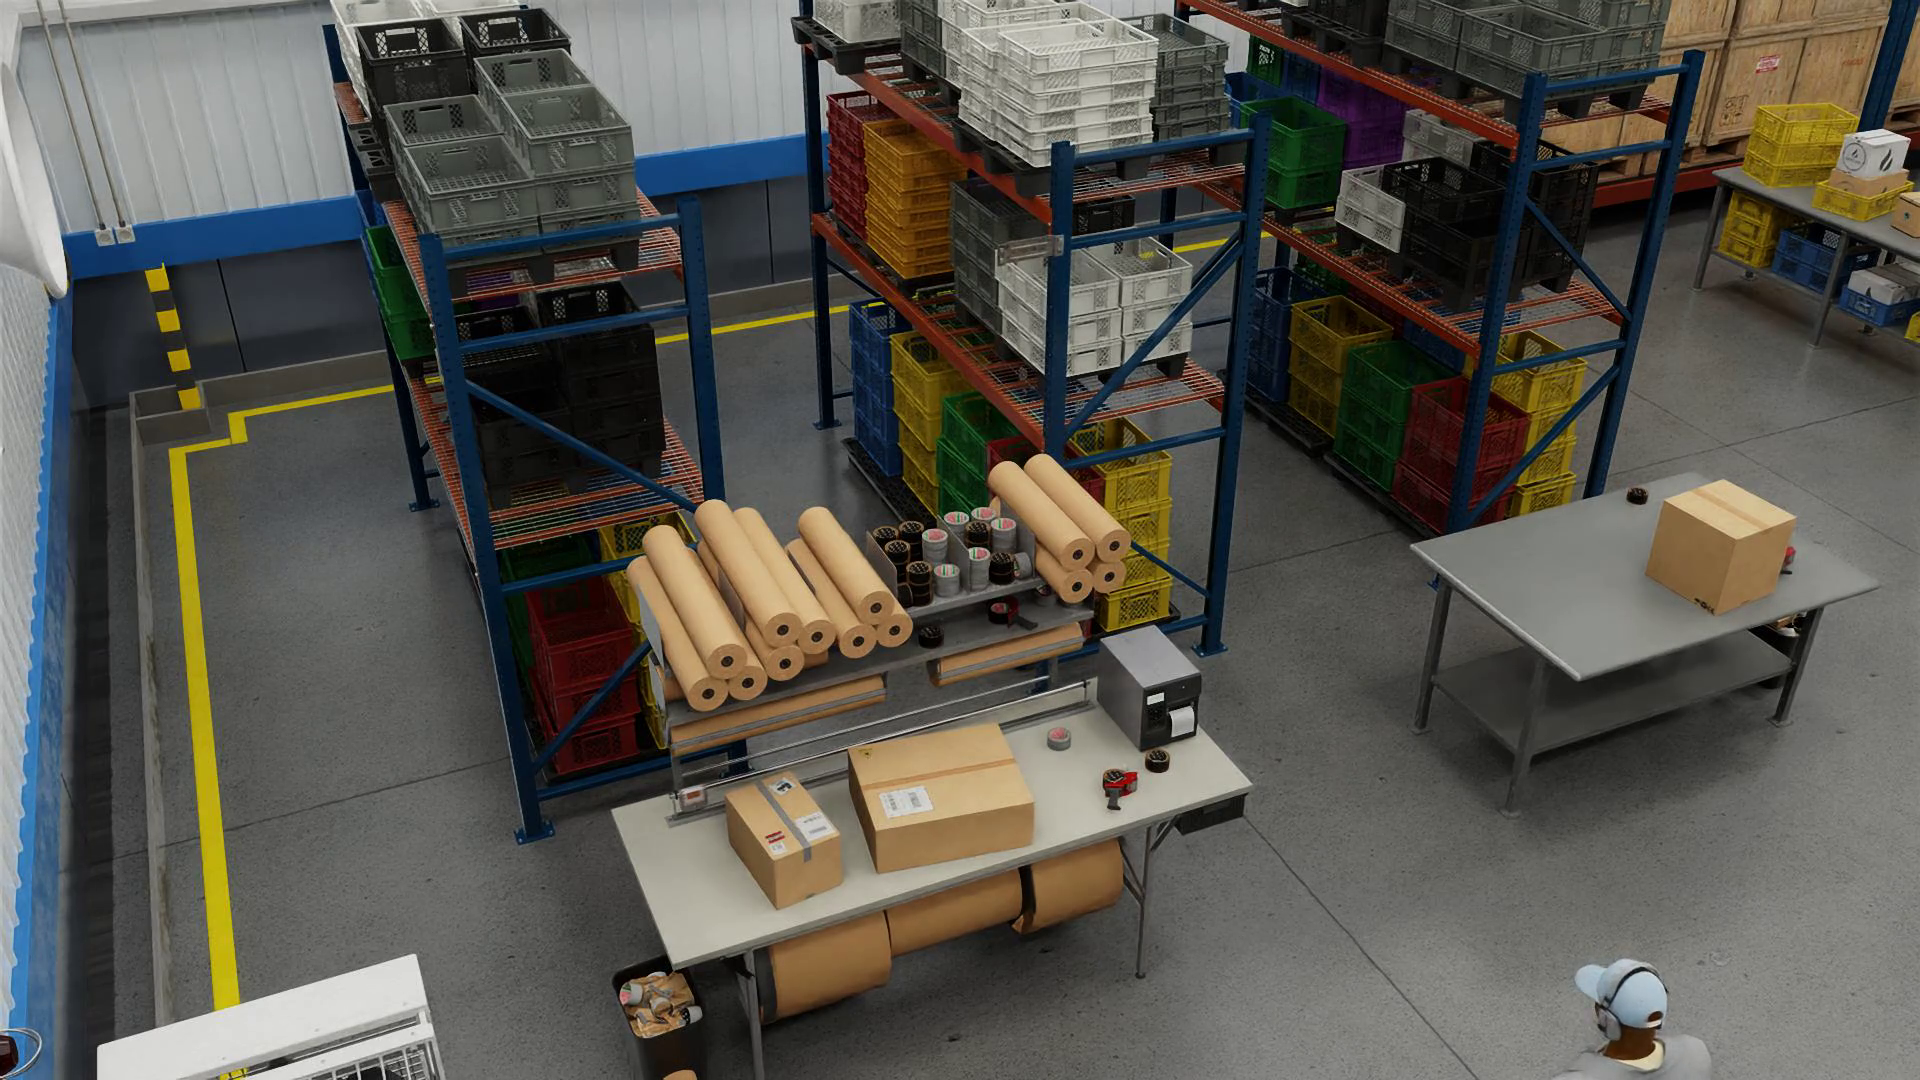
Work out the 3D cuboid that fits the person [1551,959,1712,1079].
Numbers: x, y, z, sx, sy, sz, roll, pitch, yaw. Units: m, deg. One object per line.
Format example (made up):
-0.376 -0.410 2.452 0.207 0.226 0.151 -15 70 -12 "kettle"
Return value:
1.946 2.007 5.205 0.587 1.848 0.395 -12 34 -19 "person"
